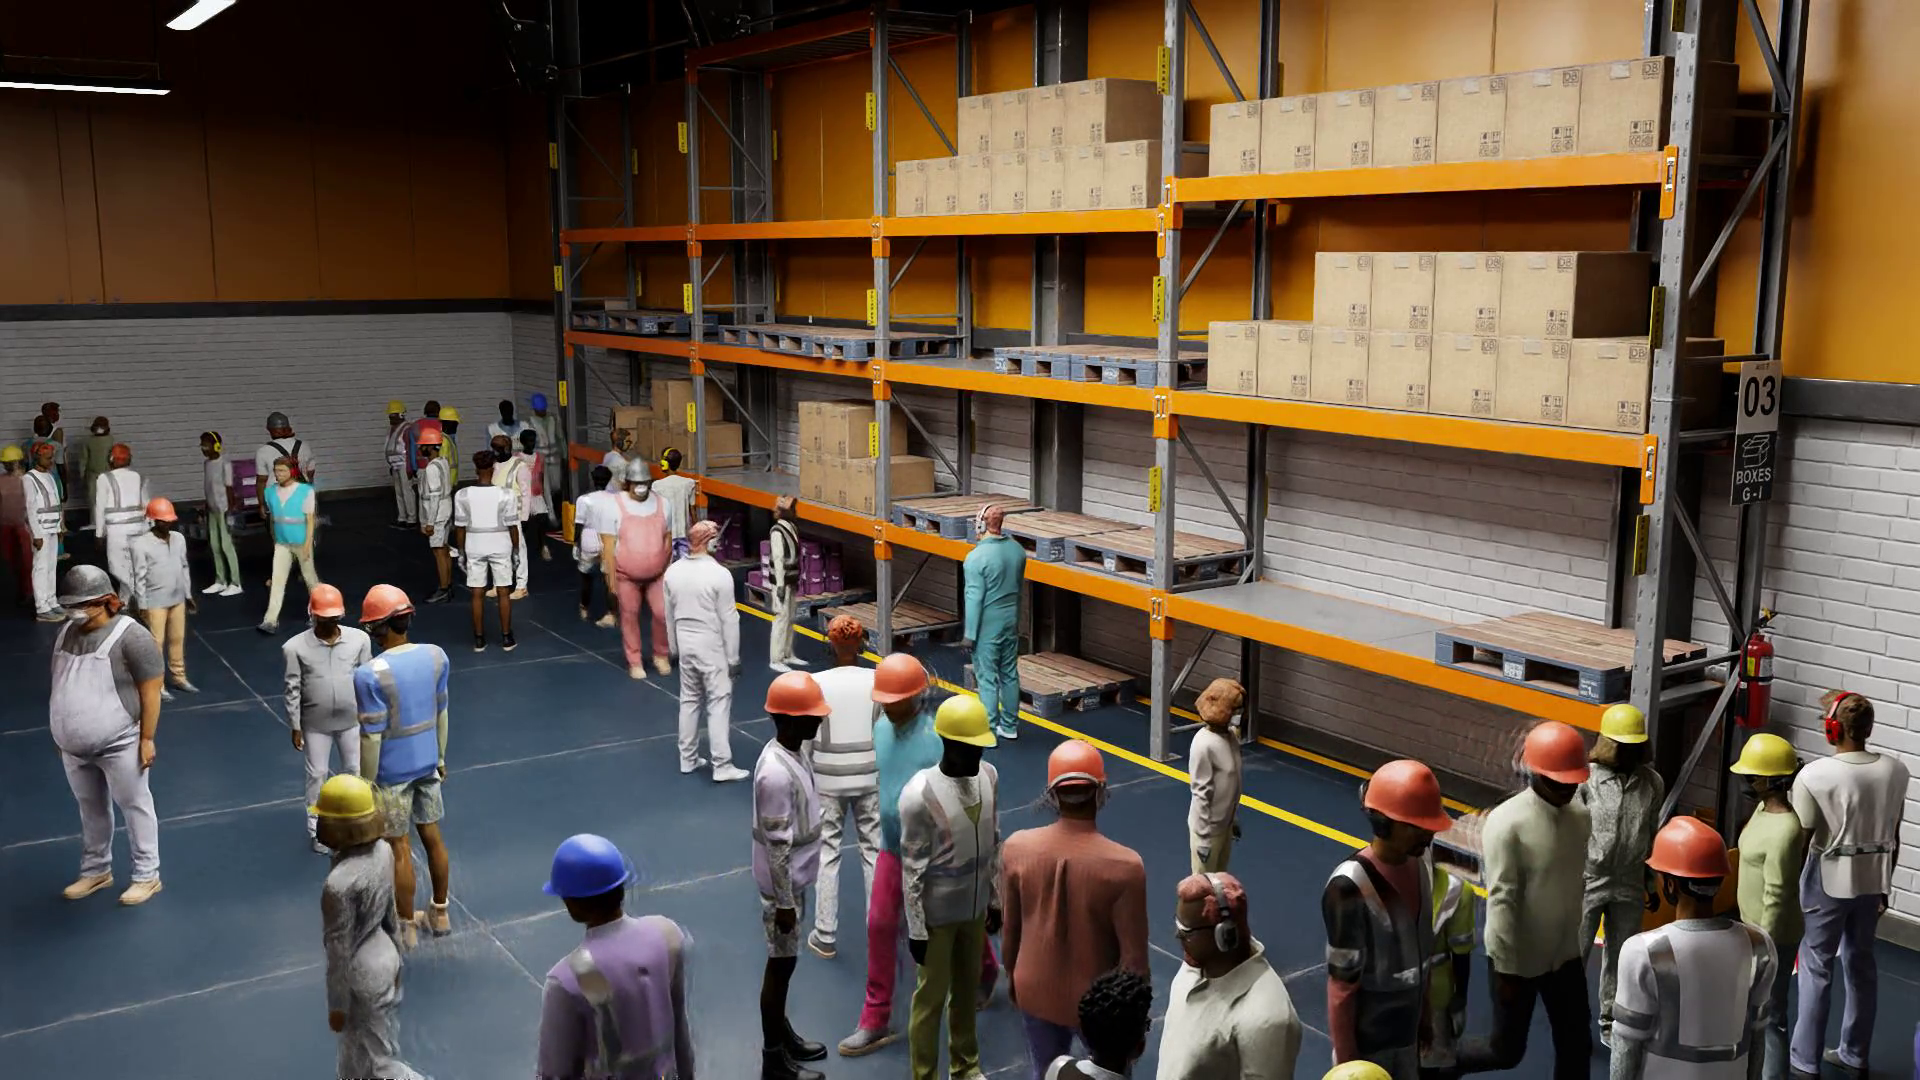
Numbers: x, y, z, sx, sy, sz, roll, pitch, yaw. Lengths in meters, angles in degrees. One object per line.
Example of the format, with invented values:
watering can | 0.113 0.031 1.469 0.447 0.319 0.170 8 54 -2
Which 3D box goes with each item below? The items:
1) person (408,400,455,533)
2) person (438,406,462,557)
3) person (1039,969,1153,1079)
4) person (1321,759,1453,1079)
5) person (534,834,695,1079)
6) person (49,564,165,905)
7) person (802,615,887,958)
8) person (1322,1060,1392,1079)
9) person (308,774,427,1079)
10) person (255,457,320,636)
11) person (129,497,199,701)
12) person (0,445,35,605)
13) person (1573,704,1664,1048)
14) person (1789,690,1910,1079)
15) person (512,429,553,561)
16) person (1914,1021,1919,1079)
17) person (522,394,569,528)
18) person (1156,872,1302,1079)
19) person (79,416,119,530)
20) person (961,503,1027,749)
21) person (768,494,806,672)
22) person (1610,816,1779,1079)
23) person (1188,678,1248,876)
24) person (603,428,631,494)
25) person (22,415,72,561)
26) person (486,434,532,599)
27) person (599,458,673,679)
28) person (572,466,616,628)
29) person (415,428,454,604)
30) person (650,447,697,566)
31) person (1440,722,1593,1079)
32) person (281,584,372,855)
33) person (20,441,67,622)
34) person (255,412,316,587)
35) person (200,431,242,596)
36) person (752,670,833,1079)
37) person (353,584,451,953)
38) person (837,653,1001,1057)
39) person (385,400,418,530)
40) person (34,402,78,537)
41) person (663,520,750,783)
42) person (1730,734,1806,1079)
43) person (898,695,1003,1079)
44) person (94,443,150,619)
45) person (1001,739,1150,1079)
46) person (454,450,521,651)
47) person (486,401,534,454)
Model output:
person | -7.267 -1.010 22.979 0.631 1.837 0.432 -1 10 -7
person | -6.497 -0.742 21.156 0.401 1.916 0.583 -3 10 -17
person | 0.441 2.119 5.013 0.320 1.694 0.534 -7 12 -37
person | 1.554 1.774 6.046 0.411 2.032 0.611 10 14 44
person | -1.213 1.911 5.667 1.015 1.885 0.618 6 11 31
person | -5.045 1.136 9.748 0.688 2.000 0.536 2 10 14
person | -0.613 1.337 9.091 0.592 1.873 0.369 -2 10 -13
person | 1.007 2.202 4.396 0.320 1.738 0.483 -1 10 -5
person | -2.372 1.793 6.839 0.760 1.723 0.486 0 10 2
person | -6.781 0.058 16.809 0.572 1.790 0.997 1 10 8
person | -6.845 0.497 14.348 0.342 1.750 0.569 3 10 19
person | -10.354 -0.171 18.289 0.533 1.781 0.382 1 10 8
person | 3.057 1.615 7.806 0.483 1.745 0.299 -1 10 -7
person | 4.037 1.603 7.610 0.562 1.838 0.388 -2 10 -12
person | -5.478 -0.584 20.987 0.525 1.664 0.871 -8 12 -38
person | 3.248 2.034 5.187 0.679 1.808 0.385 1 10 5
person | -5.916 -1.144 23.556 0.663 1.899 0.791 -7 12 -37
person | 0.810 1.971 5.296 0.401 1.894 0.654 -3 10 -15
person | -11.957 -0.912 23.042 0.646 1.609 0.272 -1 10 -3
person | 0.230 0.663 12.915 0.401 1.910 0.642 8 13 40
person | -1.612 0.389 15.320 0.309 1.637 0.521 1 10 7
person | 2.457 1.887 5.680 0.543 1.929 0.385 -1 10 -6
person | 1.344 1.517 8.708 0.279 1.633 0.499 5 11 28
person | -3.955 -0.386 19.301 0.352 1.835 0.518 -6 12 -34
person | -11.415 -0.640 20.792 0.501 1.839 0.346 0 10 -3
person | -5.058 -0.259 18.522 0.627 1.843 0.429 5 11 27
person | -2.872 0.254 14.928 0.685 2.000 0.539 -4 11 -24
person | -3.732 0.065 17.163 0.597 1.643 0.756 -5 11 -28
person | -5.772 -0.266 18.284 0.355 1.938 0.545 -1 10 -6
person | -2.936 -0.019 17.032 0.532 1.870 0.319 -7 12 -34
person | 2.330 1.667 6.874 0.613 1.962 0.831 -5 11 -28
person | -4.004 1.134 10.628 0.566 1.744 0.350 -6 12 -33
person | -9.578 -0.094 17.423 0.356 1.887 0.572 -1 10 -9
person | -7.829 -0.483 19.256 0.536 2.000 0.684 8 13 41
person | -8.355 -0.298 18.710 0.524 1.860 0.339 7 12 34
person | -0.763 1.544 7.658 0.378 1.936 0.548 0 10 1
person | -3.072 1.244 9.123 0.386 2.039 0.605 5 11 28
person | -0.155 1.468 8.108 0.614 1.952 1.025 9 13 43
person | -7.805 -1.049 23.225 0.403 1.825 0.596 -8 13 -41
person | -12.333 -0.947 22.584 0.562 1.839 0.386 7 12 34
person | -1.839 0.802 12.126 0.648 1.906 0.403 6 12 33
person | 3.491 1.703 7.254 0.340 1.761 0.527 3 10 19
person | -0.012 1.609 7.335 0.396 1.920 0.587 9 13 41
person | -8.702 -0.080 17.452 0.718 1.854 0.645 5 11 26
person | 0.446 1.740 6.427 0.648 1.959 0.438 5 11 26
person | -4.556 0.107 16.061 0.617 1.958 0.396 -1 10 -5
person | -6.042 -0.937 22.429 0.604 1.865 0.968 -4 10 -23
